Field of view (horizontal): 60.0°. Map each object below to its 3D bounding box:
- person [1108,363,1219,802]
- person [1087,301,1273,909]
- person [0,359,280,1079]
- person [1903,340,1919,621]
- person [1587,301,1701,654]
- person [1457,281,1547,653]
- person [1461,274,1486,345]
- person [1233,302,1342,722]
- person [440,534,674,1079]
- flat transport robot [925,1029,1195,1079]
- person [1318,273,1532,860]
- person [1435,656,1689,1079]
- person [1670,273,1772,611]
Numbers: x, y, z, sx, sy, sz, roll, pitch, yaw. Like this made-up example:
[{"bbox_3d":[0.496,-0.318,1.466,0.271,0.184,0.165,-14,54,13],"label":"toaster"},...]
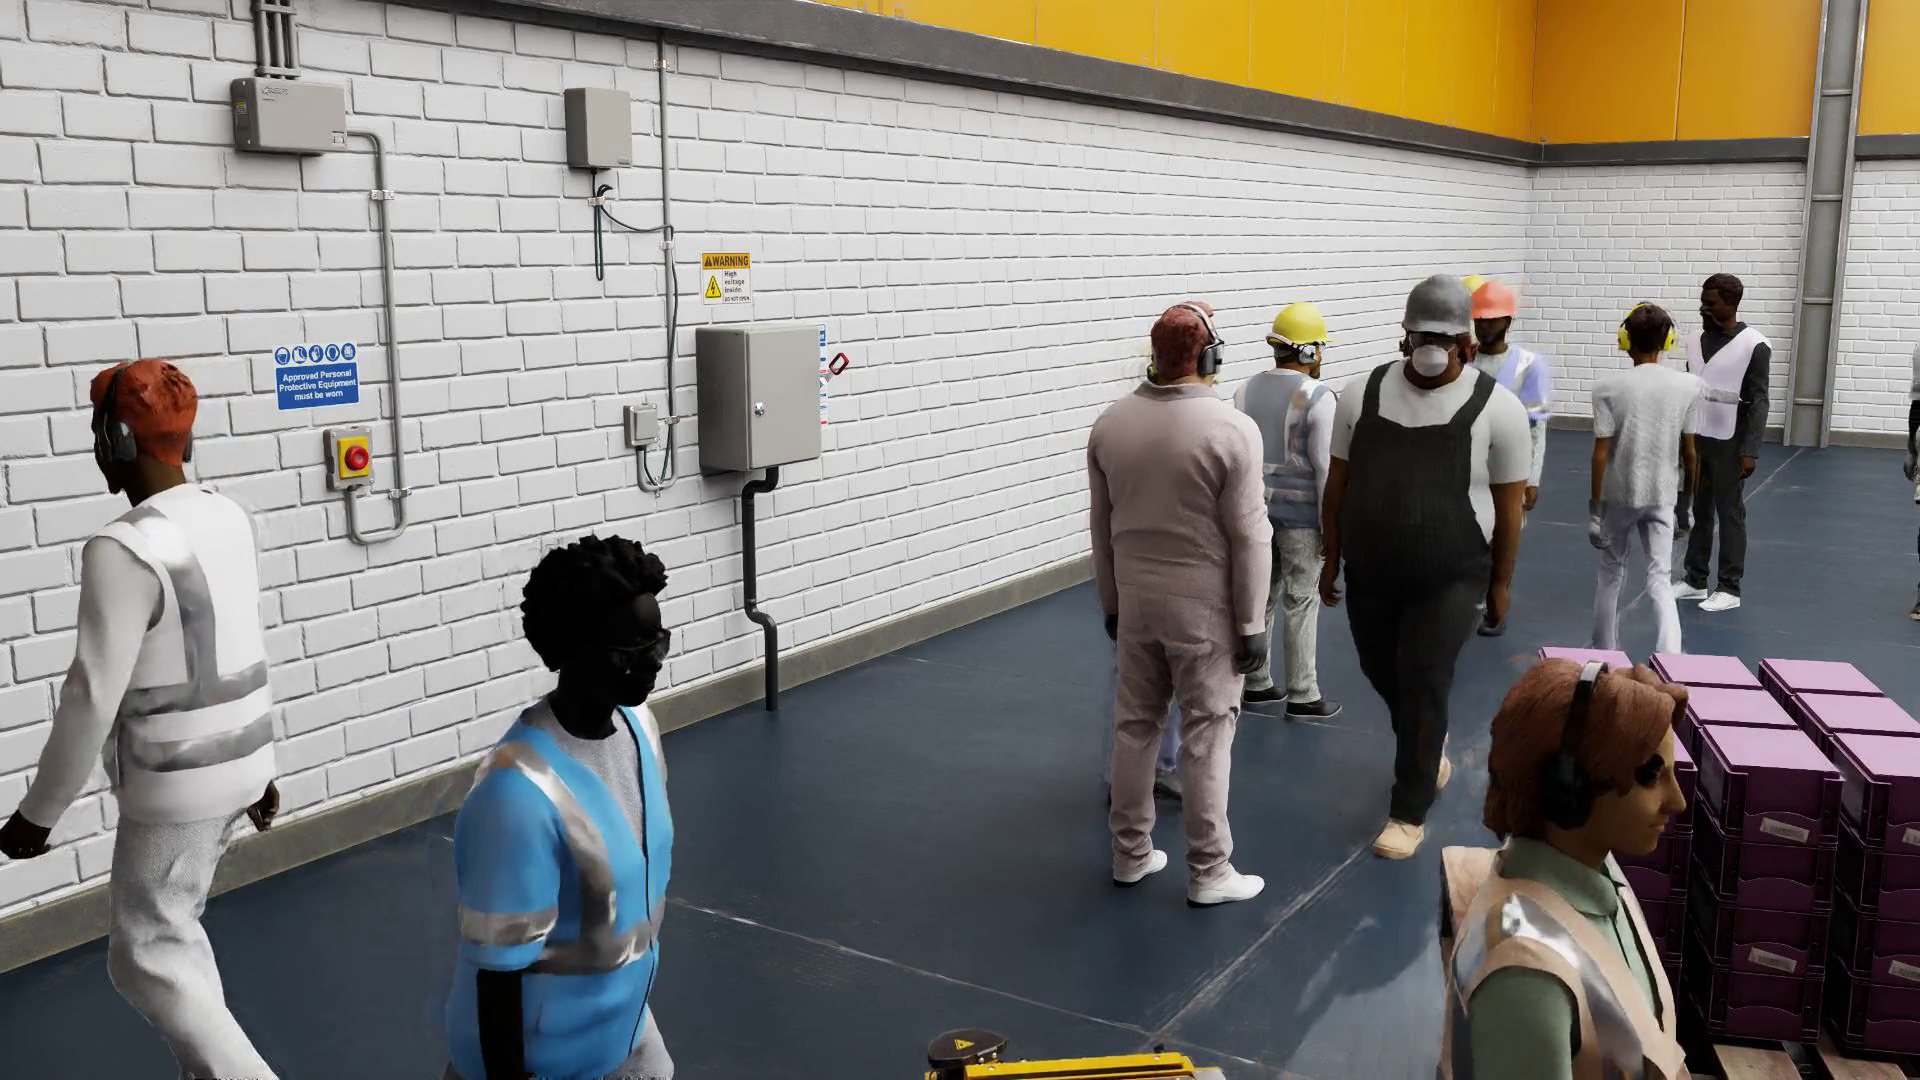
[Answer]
[{"bbox_3d":[0.745,0.132,6.129,0.453,1.743,0.561,-5,11,-26],"label":"person"},{"bbox_3d":[0.714,0.207,5.282,0.641,1.913,0.407,9,13,40],"label":"person"},{"bbox_3d":[-1.676,0.550,3.643,0.588,1.874,0.593,0,10,-1],"label":"person"},{"bbox_3d":[5.631,-0.533,9.306,0.805,1.943,0.611,-10,14,-43],"label":"person"},{"bbox_3d":[3.136,-0.173,7.630,0.522,1.836,0.928,2,10,9],"label":"person"},{"bbox_3d":[2.701,-0.371,8.548,0.565,1.882,0.975,6,12,30],"label":"person"},{"bbox_3d":[3.988,-1.162,13.079,0.591,1.834,0.404,8,13,39],"label":"person"},{"bbox_3d":[1.460,-0.121,7.315,0.404,1.832,0.597,-7,12,-33],"label":"person"},{"bbox_3d":[-0.685,0.800,2.720,0.800,1.651,0.551,2,10,12],"label":"person"},{"bbox_3d":[0.327,1.379,3.330,0.652,0.197,1.431,-1,10,-7],"label":"flat transport robot"},{"bbox_3d":[1.658,0.023,5.940,0.695,2.000,0.932,7,12,34],"label":"person"},{"bbox_3d":[0.686,0.925,2.141,0.779,1.608,0.526,6,12,28],"label":"person"},{"bbox_3d":[4.340,-0.558,9.507,0.370,1.915,0.597,-3,11,-18],"label":"person"}]
